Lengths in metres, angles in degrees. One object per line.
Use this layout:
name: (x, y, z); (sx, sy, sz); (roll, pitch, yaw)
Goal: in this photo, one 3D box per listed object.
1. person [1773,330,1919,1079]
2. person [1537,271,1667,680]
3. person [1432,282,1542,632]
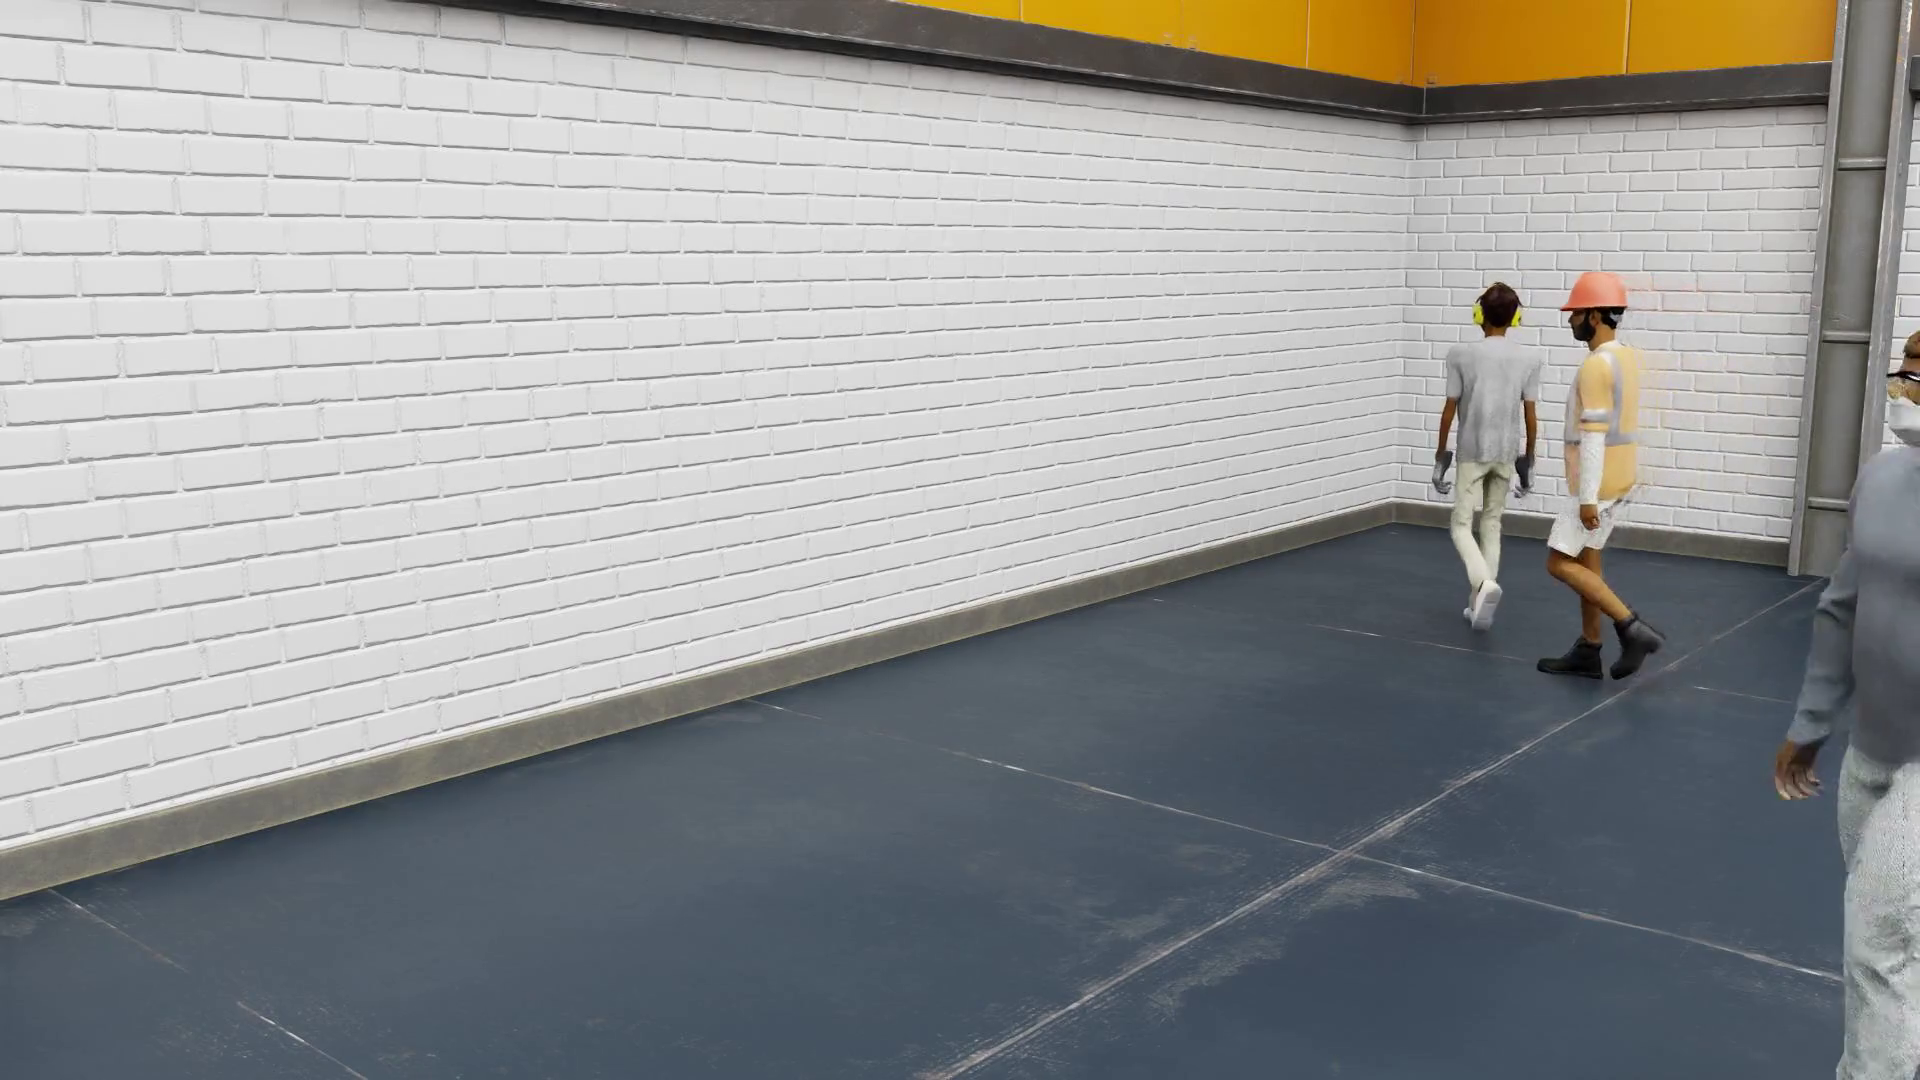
person: (2.132, 0.471, 3.497); (0.857, 1.915, 0.631); (0, 10, -2)
person: (2.969, -0.267, 7.654); (0.530, 1.922, 0.552); (8, 13, 38)
person: (2.759, -0.418, 8.704); (0.530, 1.849, 0.672); (0, 10, 2)
